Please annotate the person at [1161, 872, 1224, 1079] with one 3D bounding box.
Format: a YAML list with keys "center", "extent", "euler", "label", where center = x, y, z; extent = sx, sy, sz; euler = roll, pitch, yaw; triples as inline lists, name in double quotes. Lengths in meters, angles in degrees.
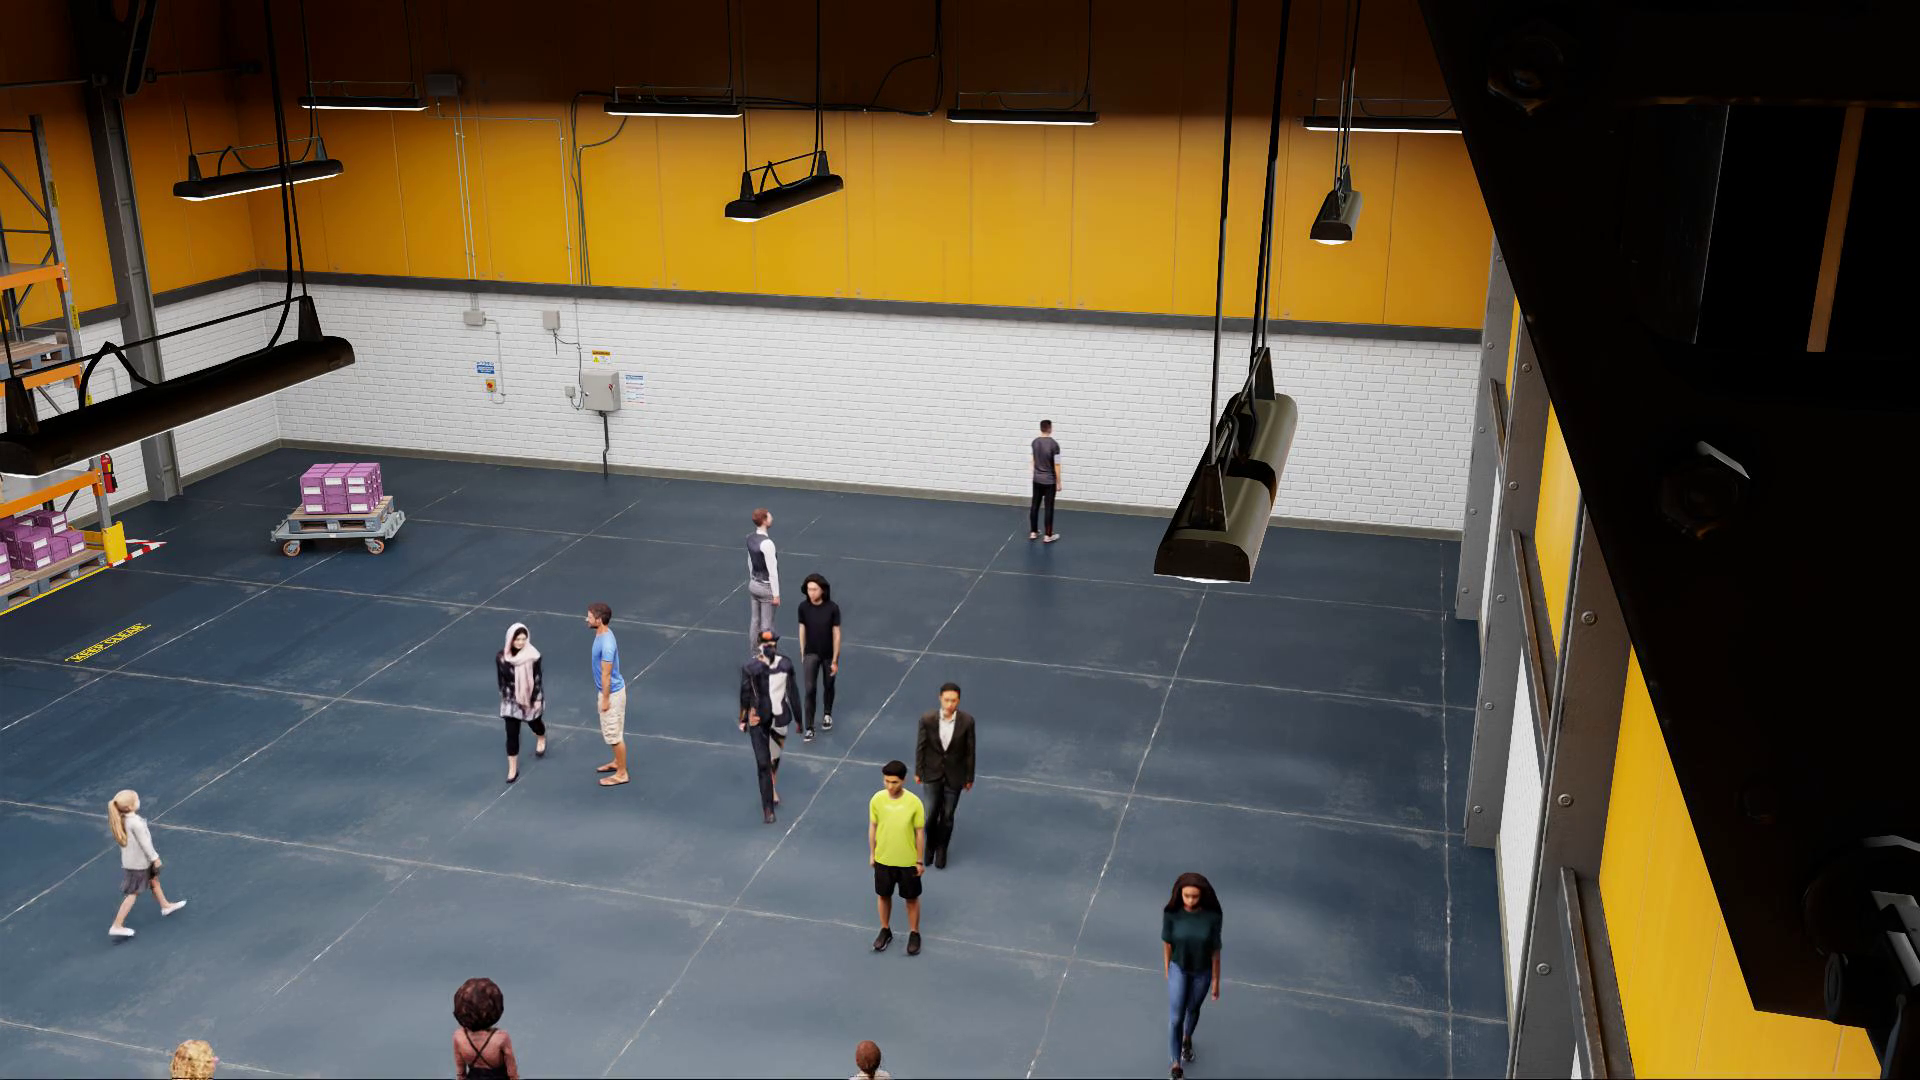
- center: [1.689, 3.104, 12.150]
  extent: [0.670, 1.591, 0.917]
  euler: [2, 19, 5]
  label: "person"

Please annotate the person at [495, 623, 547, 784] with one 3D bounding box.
- center: [-4.369, 1.569, 16.717]
  extent: [0.834, 1.587, 1.147]
  euler: [0, 19, -1]
  label: "person"

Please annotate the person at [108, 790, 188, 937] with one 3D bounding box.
- center: [-6.915, 2.704, 13.869]
  extent: [0.771, 1.252, 0.967]
  euler: [16, 25, 40]
  label: "person"

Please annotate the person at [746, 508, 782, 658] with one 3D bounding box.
- center: [-2.272, 0.553, 19.183]
  extent: [0.775, 1.938, 0.742]
  euler: [-13, 23, -34]
  label: "person"

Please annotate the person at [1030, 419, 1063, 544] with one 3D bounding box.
- center: [1.201, -0.850, 23.625]
  extent: [0.695, 1.762, 0.663]
  euler: [14, 23, 36]
  label: "person"

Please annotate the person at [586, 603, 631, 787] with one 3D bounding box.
- center: [-3.469, 1.497, 16.501]
  extent: [0.789, 1.862, 0.677]
  euler: [-5, 19, -15]
  label: "person"

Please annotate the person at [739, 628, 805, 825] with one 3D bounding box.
- center: [-1.846, 1.699, 15.905]
  extent: [1.074, 1.859, 1.195]
  euler: [-6, 20, -18]
  label: "person"

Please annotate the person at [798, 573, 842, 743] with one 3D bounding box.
- center: [-1.438, 1.171, 17.563]
  extent: [0.729, 1.802, 1.056]
  euler: [2, 19, 5]
  label: "person"

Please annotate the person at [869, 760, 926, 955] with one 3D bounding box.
- center: [-0.514, 2.561, 13.586]
  extent: [0.616, 1.705, 0.519]
  euler: [4, 19, 12]
  label: "person"

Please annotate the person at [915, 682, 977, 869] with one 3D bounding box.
- center: [-0.140, 2.066, 14.927]
  extent: [0.770, 1.787, 0.719]
  euler: [1, 19, 2]
  label: "person"

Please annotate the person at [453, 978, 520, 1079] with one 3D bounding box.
- center: [-2.963, 3.597, 10.404]
  extent: [0.670, 1.772, 0.992]
  euler: [1, 19, 4]
  label: "person"

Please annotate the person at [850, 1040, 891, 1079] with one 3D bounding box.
- center: [-0.569, 3.795, 10.736]
  extent: [0.604, 1.184, 0.673]
  euler: [-4, 19, -12]
  label: "person"
